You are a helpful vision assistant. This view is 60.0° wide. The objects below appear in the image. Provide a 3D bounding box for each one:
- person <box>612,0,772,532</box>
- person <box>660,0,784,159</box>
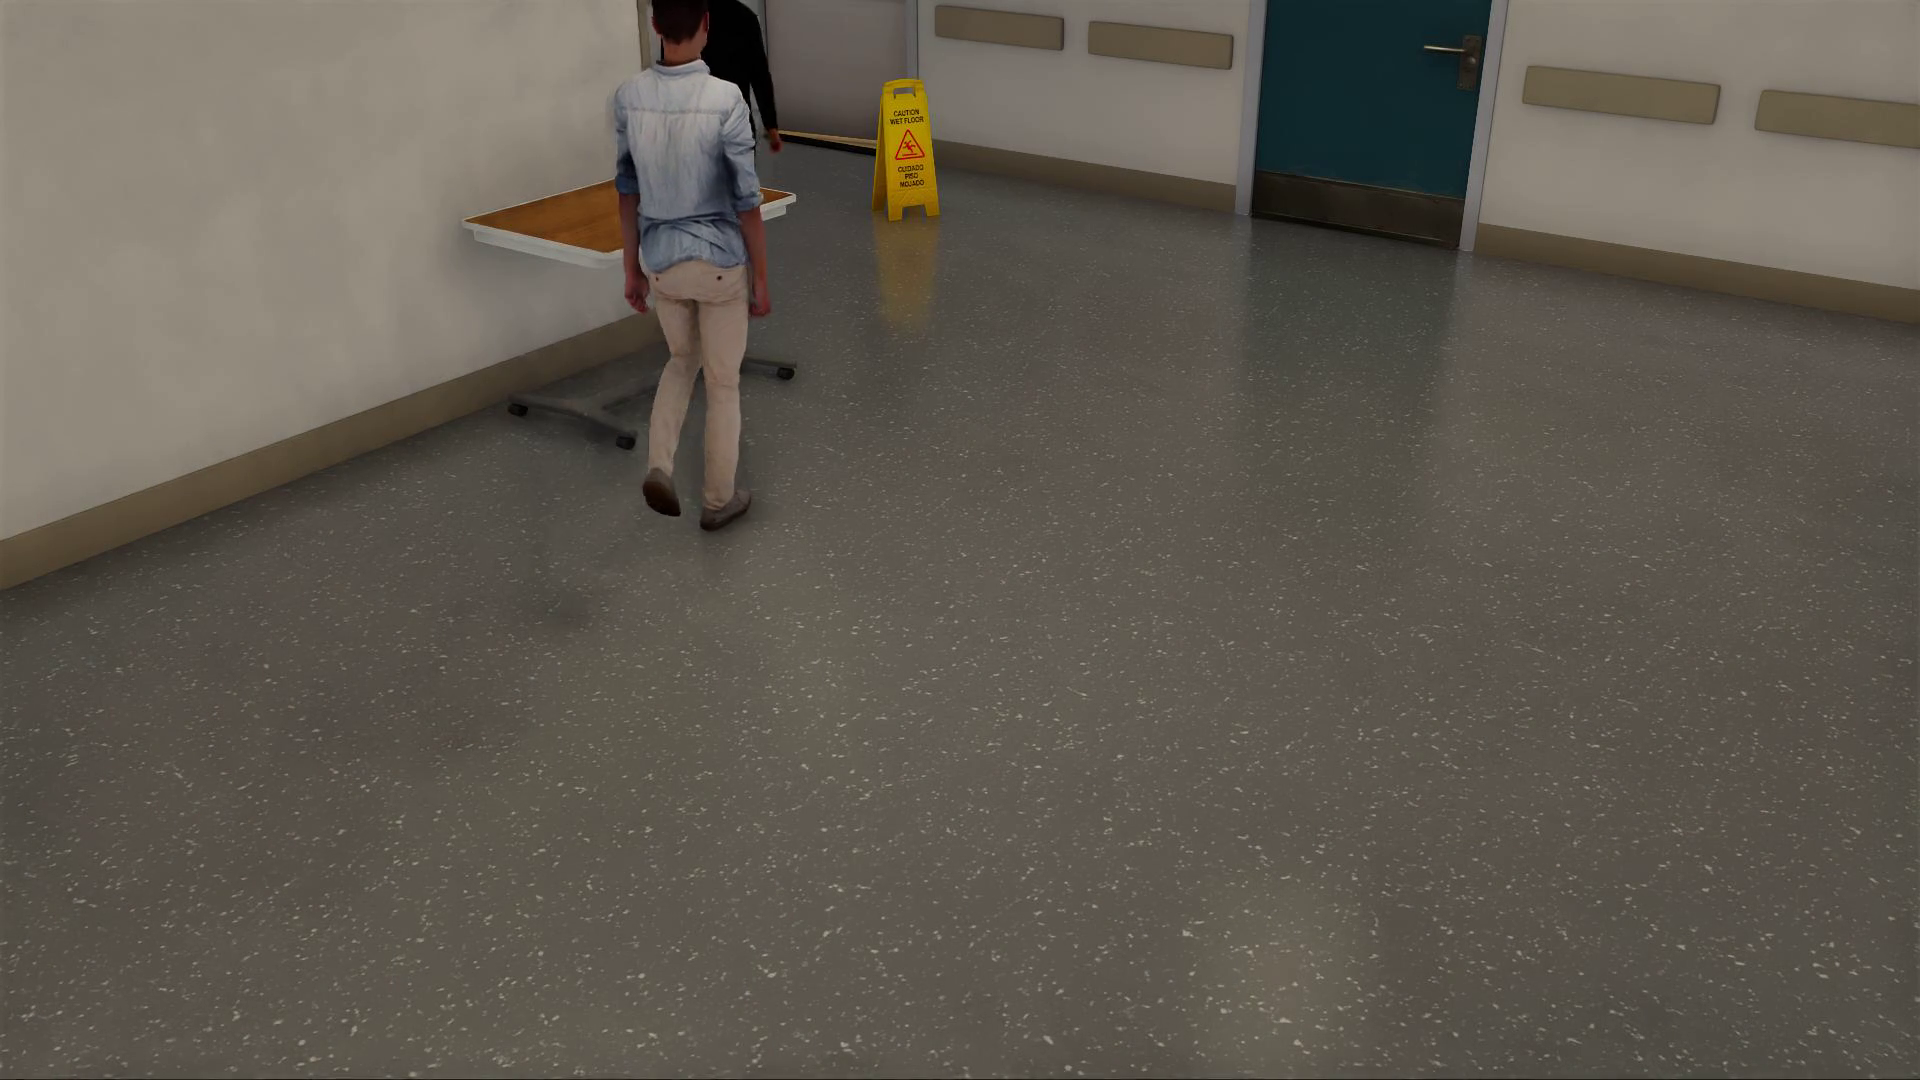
[{"bbox_3d":[-0.901,-0.848,5.367,0.784,1.836,0.826,9,27,18],"label":"person"},{"bbox_3d":[-1.159,-1.929,7.757,0.761,1.708,0.831,-20,32,-35],"label":"person"}]
